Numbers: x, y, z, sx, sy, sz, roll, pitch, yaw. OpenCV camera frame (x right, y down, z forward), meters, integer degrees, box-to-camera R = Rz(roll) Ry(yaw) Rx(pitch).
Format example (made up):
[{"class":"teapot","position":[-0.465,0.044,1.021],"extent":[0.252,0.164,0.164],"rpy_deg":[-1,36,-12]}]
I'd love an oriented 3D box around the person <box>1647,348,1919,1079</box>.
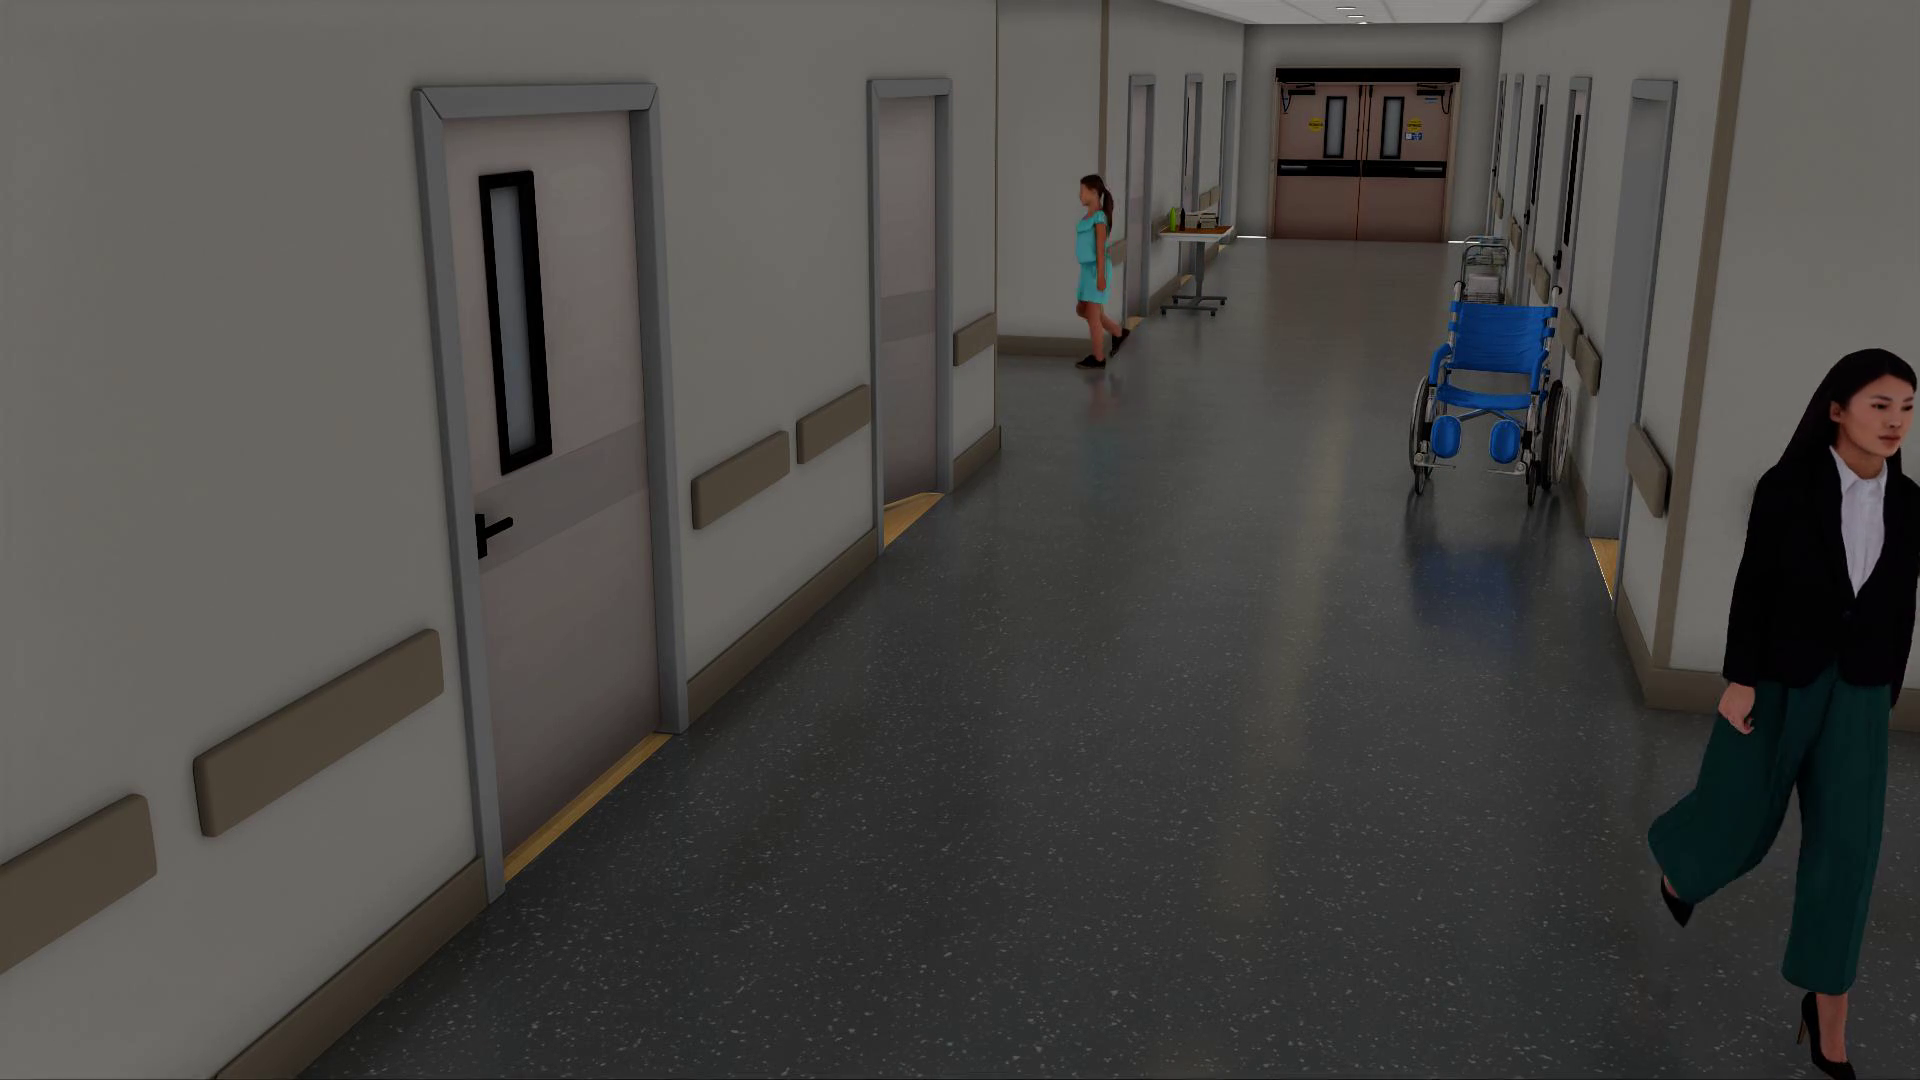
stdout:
[{"class":"person","position":[2.018,0.396,4.062],"extent":[0.732,1.716,1.052],"rpy_deg":[1,16,3]}]

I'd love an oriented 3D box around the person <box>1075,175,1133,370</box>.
[{"class":"person","position":[1.149,-2.165,13.458],"extent":[0.808,1.547,0.786],"rpy_deg":[-4,16,-13]}]
